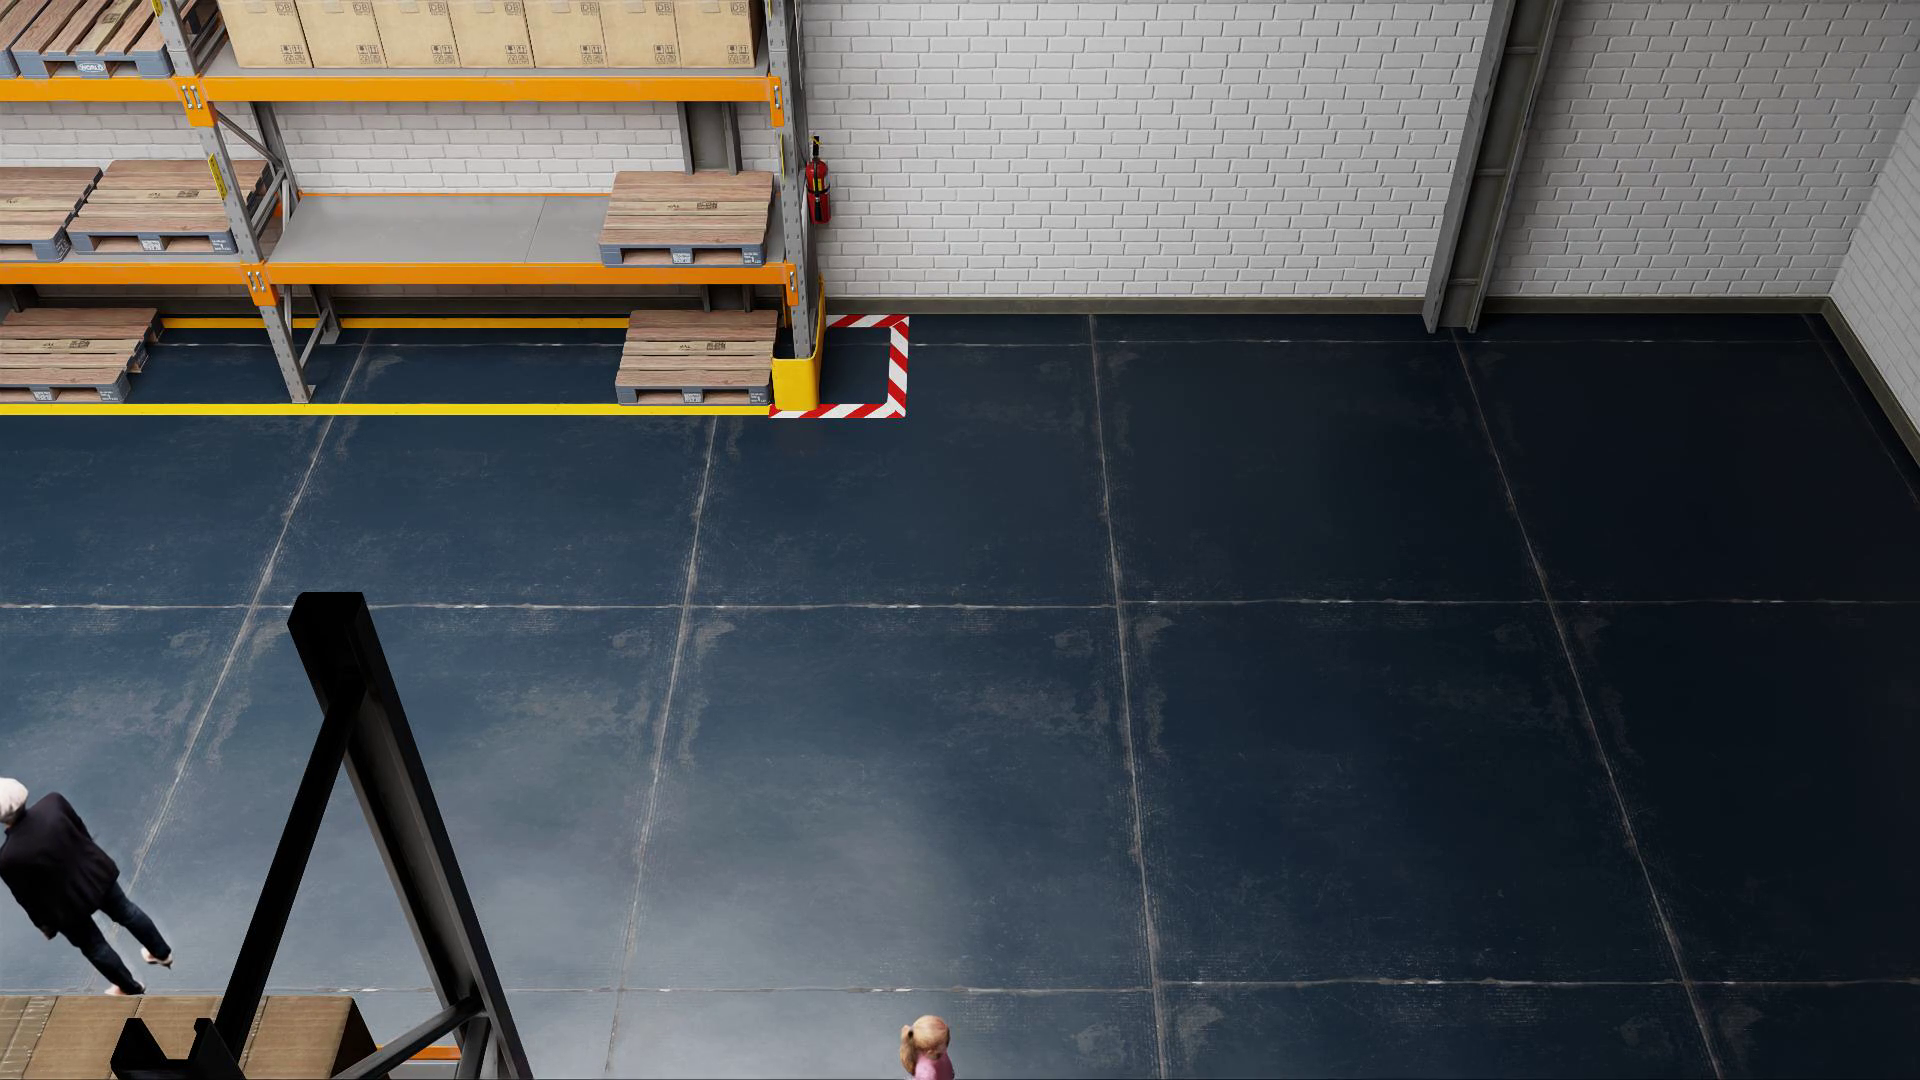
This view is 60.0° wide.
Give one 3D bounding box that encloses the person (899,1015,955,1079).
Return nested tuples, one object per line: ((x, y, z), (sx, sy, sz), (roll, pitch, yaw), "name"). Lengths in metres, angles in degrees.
((-0.162, 2.733, 8.211), (0.522, 1.268, 0.502), (1, 44, 1), "person")

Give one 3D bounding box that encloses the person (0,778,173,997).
((-4.366, 1.694, 8.250), (0.723, 1.778, 0.803), (16, 46, 16), "person")
